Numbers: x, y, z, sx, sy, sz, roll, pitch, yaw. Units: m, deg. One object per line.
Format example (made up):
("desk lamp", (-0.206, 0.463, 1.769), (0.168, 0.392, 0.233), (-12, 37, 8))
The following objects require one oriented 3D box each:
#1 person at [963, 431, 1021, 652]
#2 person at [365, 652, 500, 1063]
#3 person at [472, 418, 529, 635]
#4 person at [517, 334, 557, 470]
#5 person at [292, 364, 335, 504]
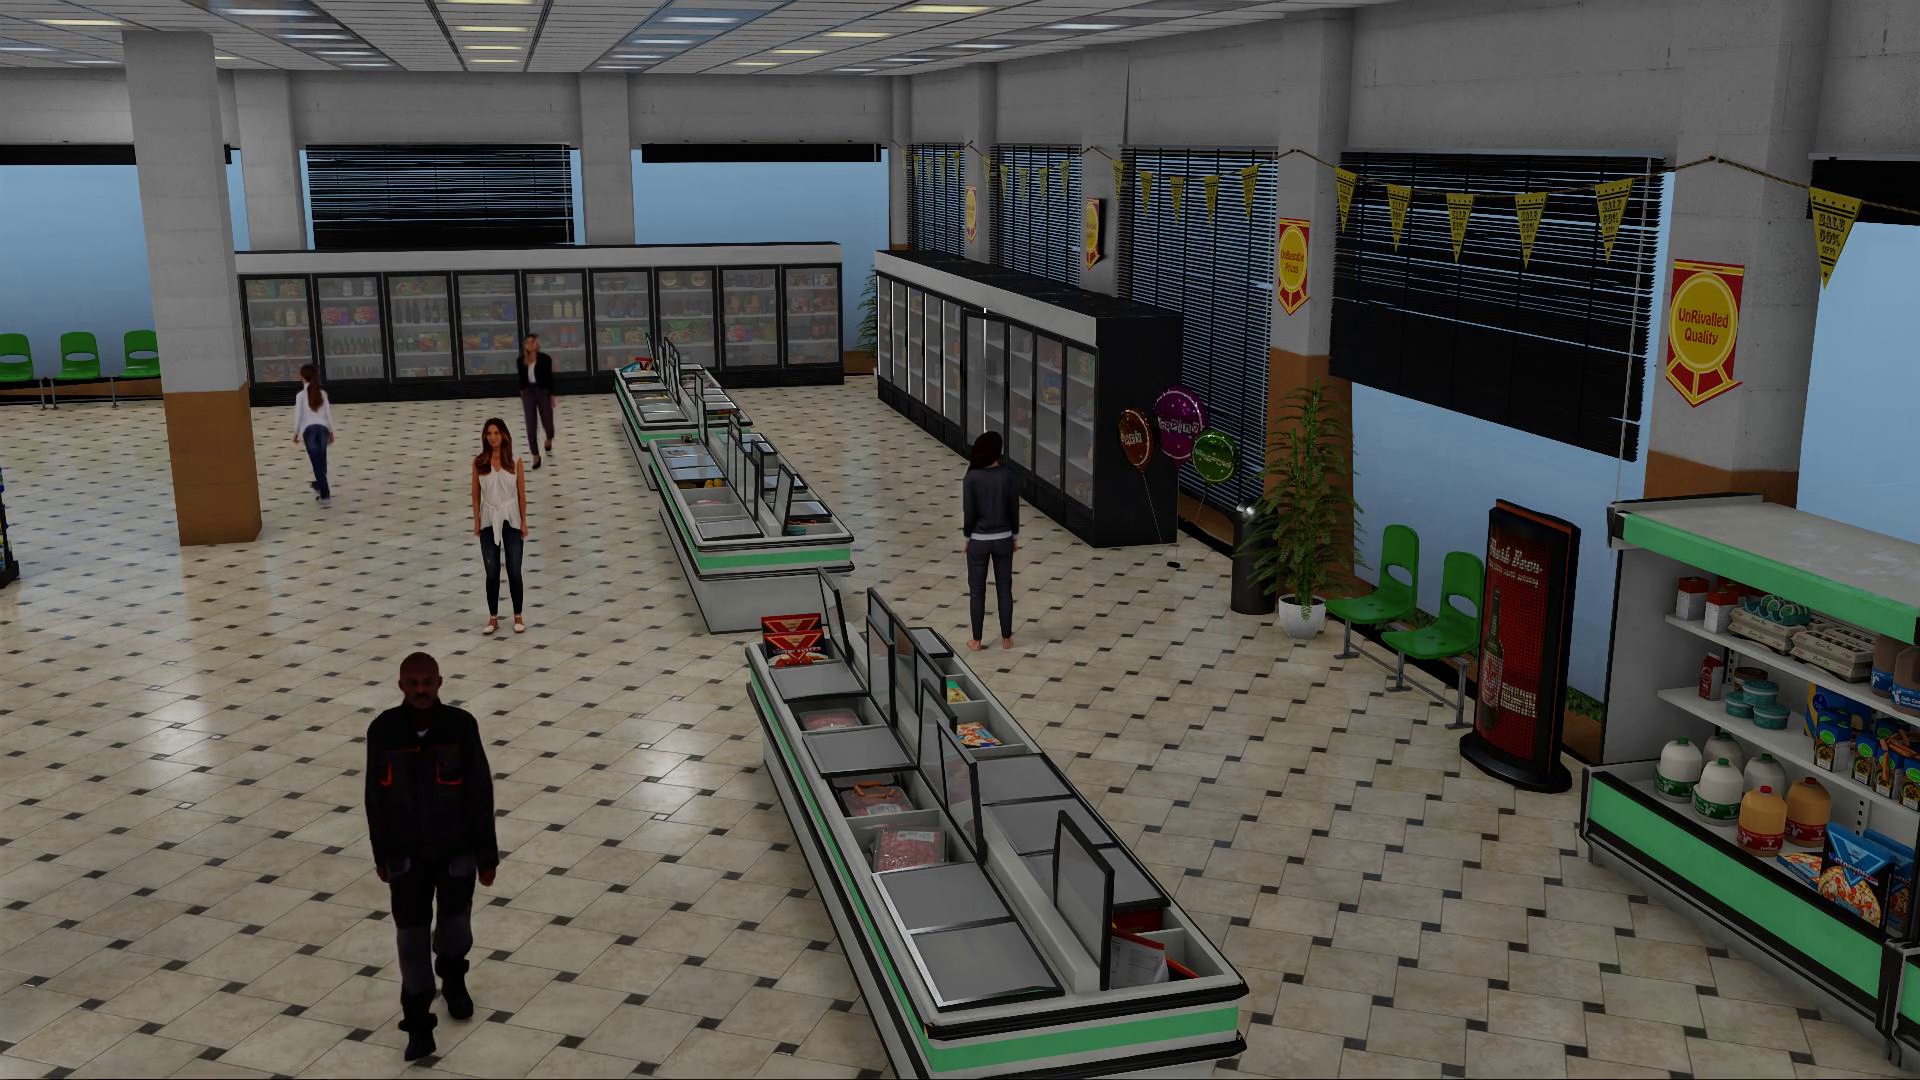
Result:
("person", (0.246, 0.003, 13.226), (0.628, 1.768, 0.543), (-2, 14, -10))
("person", (-2.401, 1.359, 7.582), (0.752, 1.793, 1.117), (-4, 14, -17))
("person", (-3.782, -0.122, 13.707), (0.603, 1.785, 0.549), (-2, 14, -9))
("person", (-5.208, -1.723, 20.603), (0.736, 1.644, 1.028), (-1, 14, -2))
("person", (-7.154, -1.161, 18.535), (0.817, 1.527, 1.020), (-13, 19, -43))
